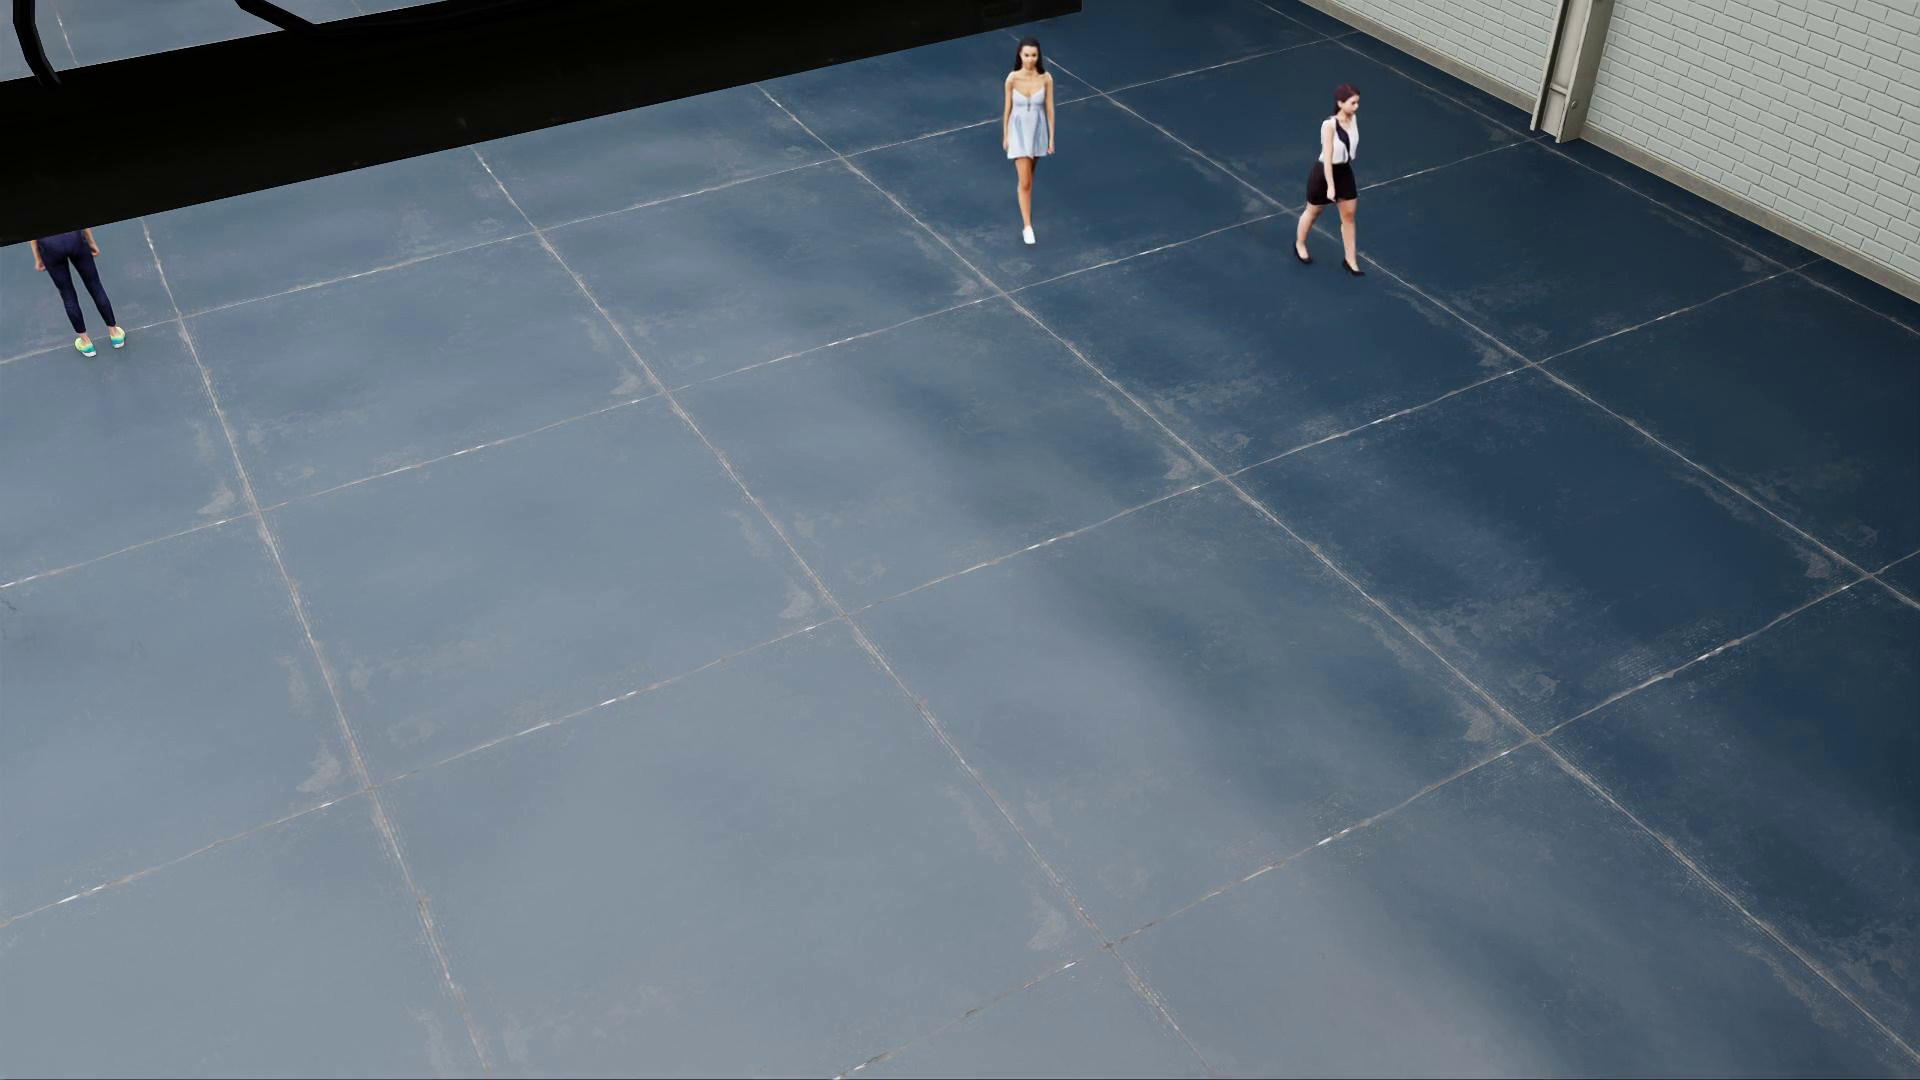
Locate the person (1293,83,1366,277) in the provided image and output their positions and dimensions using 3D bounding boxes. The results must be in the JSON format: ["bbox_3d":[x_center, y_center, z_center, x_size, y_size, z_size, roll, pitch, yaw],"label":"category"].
[{"bbox_3d":[2.973,-2.977,13.676,0.650,1.619,0.962,-25,45,-29],"label":"person"}]

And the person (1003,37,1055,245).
[{"bbox_3d":[0.580,-3.502,14.294,0.898,1.683,1.267,-5,38,-6],"label":"person"}]
